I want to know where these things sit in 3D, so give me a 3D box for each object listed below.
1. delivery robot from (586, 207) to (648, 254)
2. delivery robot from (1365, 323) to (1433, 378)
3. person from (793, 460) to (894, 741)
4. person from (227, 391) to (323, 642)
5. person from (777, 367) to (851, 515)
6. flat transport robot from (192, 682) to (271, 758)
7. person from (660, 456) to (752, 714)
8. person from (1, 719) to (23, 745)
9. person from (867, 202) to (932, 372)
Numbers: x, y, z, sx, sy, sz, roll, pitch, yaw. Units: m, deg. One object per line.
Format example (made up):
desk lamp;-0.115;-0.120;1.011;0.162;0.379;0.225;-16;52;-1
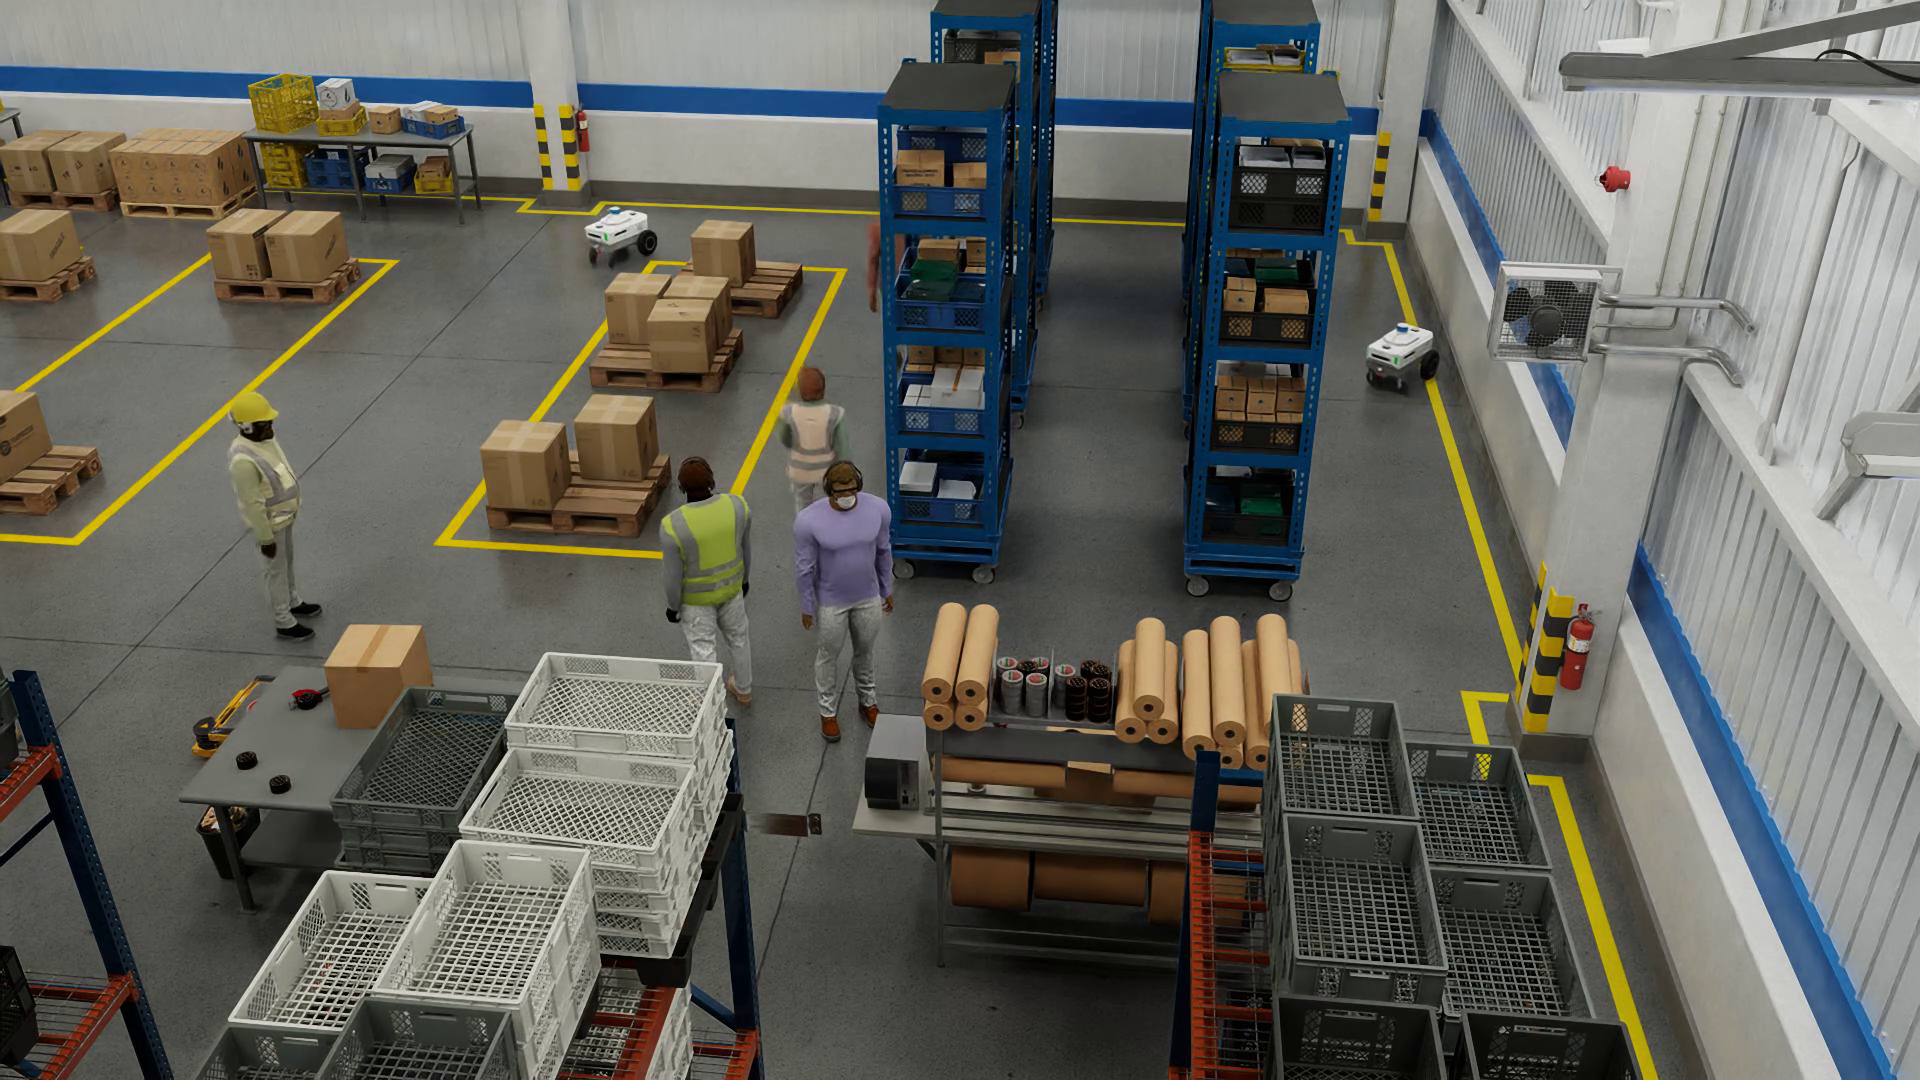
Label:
delivery robot;-3.725;-3.373;18.063;0.477;0.478;0.707;18;34;28
delivery robot;4.043;-1.756;15.293;0.477;0.478;0.707;25;38;36
person;-0.706;0.360;10.382;0.636;1.938;0.358;-12;32;-20
person;-4.715;-0.173;11.417;0.404;1.828;0.612;-5;31;-8
person;-1.059;-0.528;12.236;0.534;1.607;0.463;-2;30;-3
flat transport robot;-4.089;1.163;10.648;1.431;0.197;0.652;3;30;6
person;-1.602;0.312;10.564;0.624;1.841;0.430;-20;36;-30
person;-6.202;0.573;10.253;0.529;1.697;0.321;17;34;27
person;-0.520;-2.296;14.942;0.633;1.954;0.971;0;30;0
